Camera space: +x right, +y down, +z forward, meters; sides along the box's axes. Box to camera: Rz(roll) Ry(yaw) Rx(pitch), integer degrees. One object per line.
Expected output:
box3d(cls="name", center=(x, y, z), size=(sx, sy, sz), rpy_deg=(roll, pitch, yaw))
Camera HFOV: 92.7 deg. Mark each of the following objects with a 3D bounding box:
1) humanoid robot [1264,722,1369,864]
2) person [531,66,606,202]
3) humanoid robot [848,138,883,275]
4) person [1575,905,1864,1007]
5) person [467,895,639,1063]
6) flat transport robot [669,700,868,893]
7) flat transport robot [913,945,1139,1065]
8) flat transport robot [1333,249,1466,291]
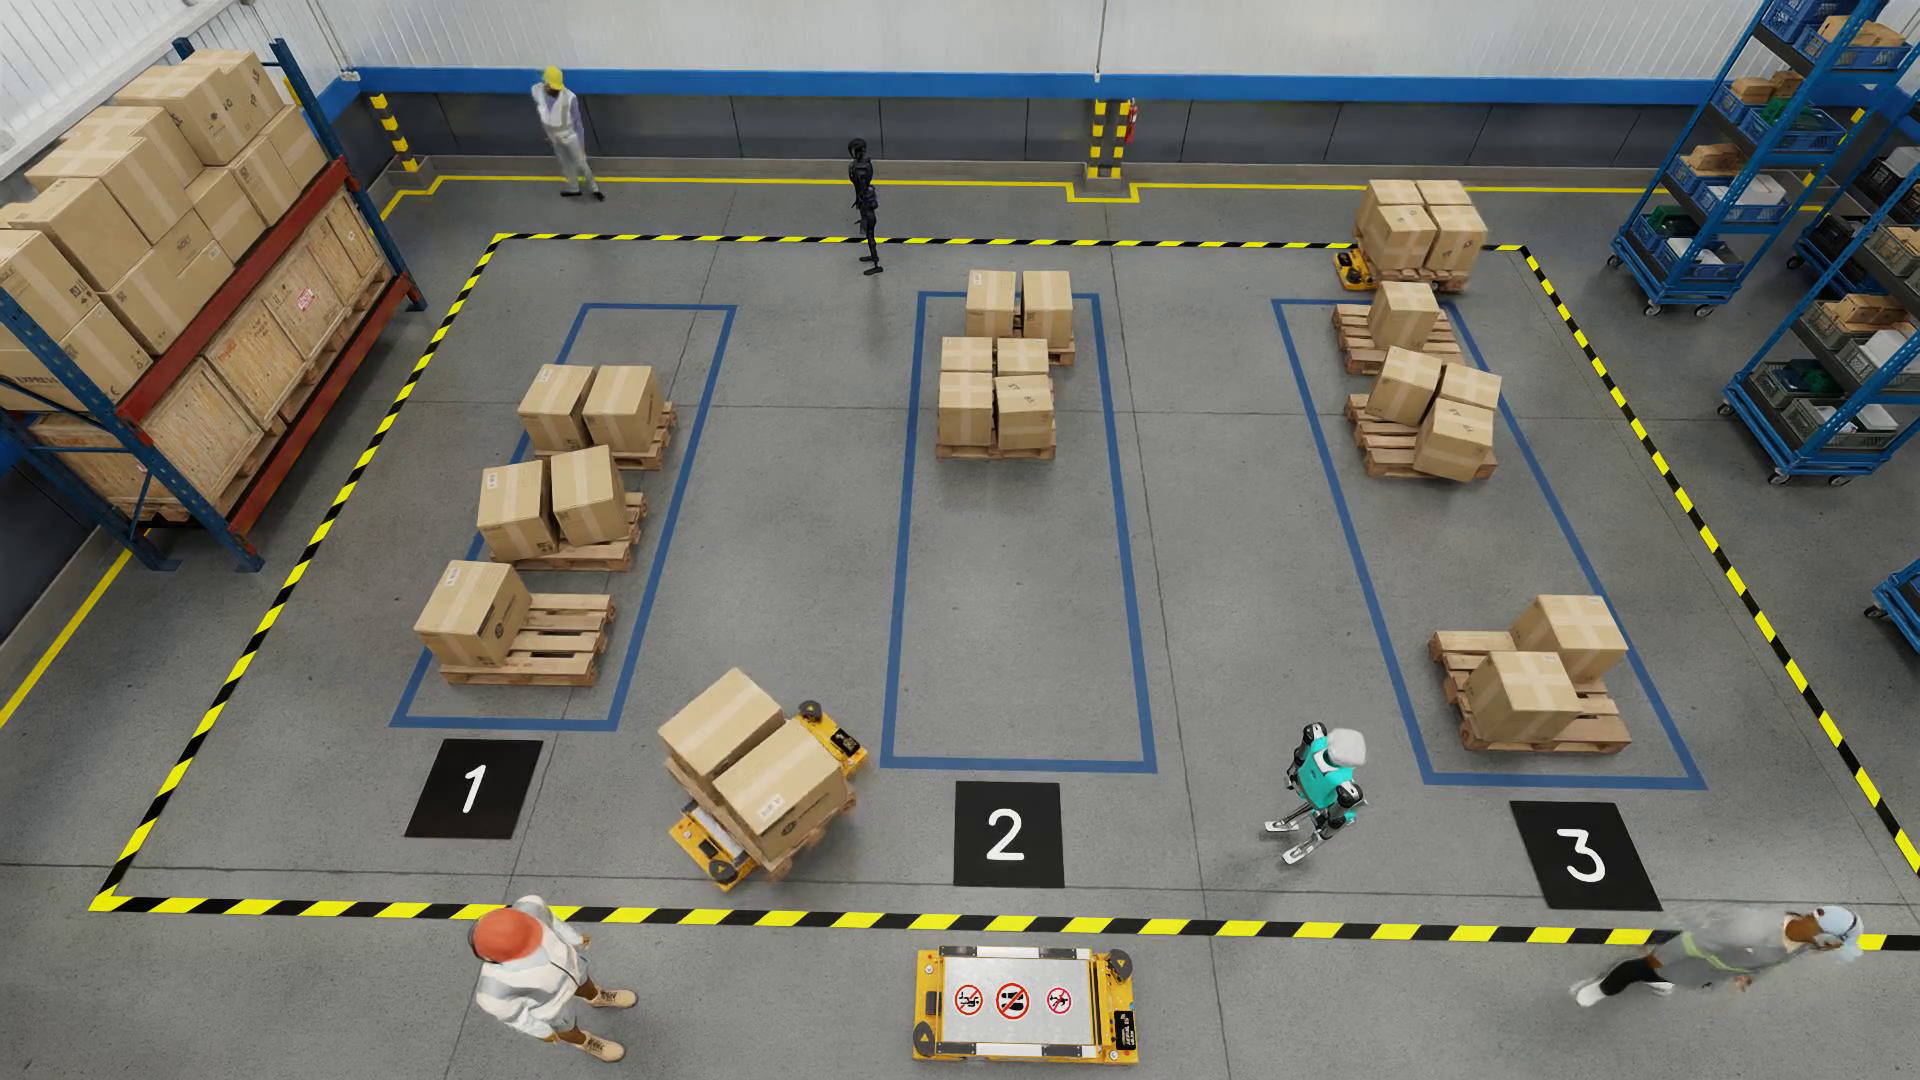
box3d(cls="humanoid robot", center=(2.504, 1.675, 6.086), size=(0.735, 1.676, 0.533), rpy_deg=(-12, 52, -10))
box3d(cls="person", center=(-5.109, -5.169, 11.731), size=(0.702, 1.781, 0.407), rpy_deg=(9, 51, 8))
box3d(cls="humanoid robot", center=(-1.121, -3.908, 10.755), size=(0.315, 1.655, 0.599), rpy_deg=(-8, 51, -7))
box3d(cls="person", center=(4.435, 2.502, 5.458), size=(0.699, 1.808, 0.374), rpy_deg=(-2, 51, -2))
box3d(cls="person", center=(-2.314, 2.538, 5.275), size=(0.382, 2.041, 0.605), rpy_deg=(4, 51, 3))
box3d(cls="flat transport robot", center=(-1.435, 1.884, 6.932), size=(0.652, 0.197, 1.431), rpy_deg=(35, 59, 25))
box3d(cls="flat transport robot", center=(0.422, 3.041, 6.007), size=(1.431, 0.231, 0.659), rpy_deg=(1, 51, 1))
box3d(cls="flat transport robot", center=(5.368, -3.323, 11.177), size=(1.431, 0.197, 0.652), rpy_deg=(1, 51, 1))
